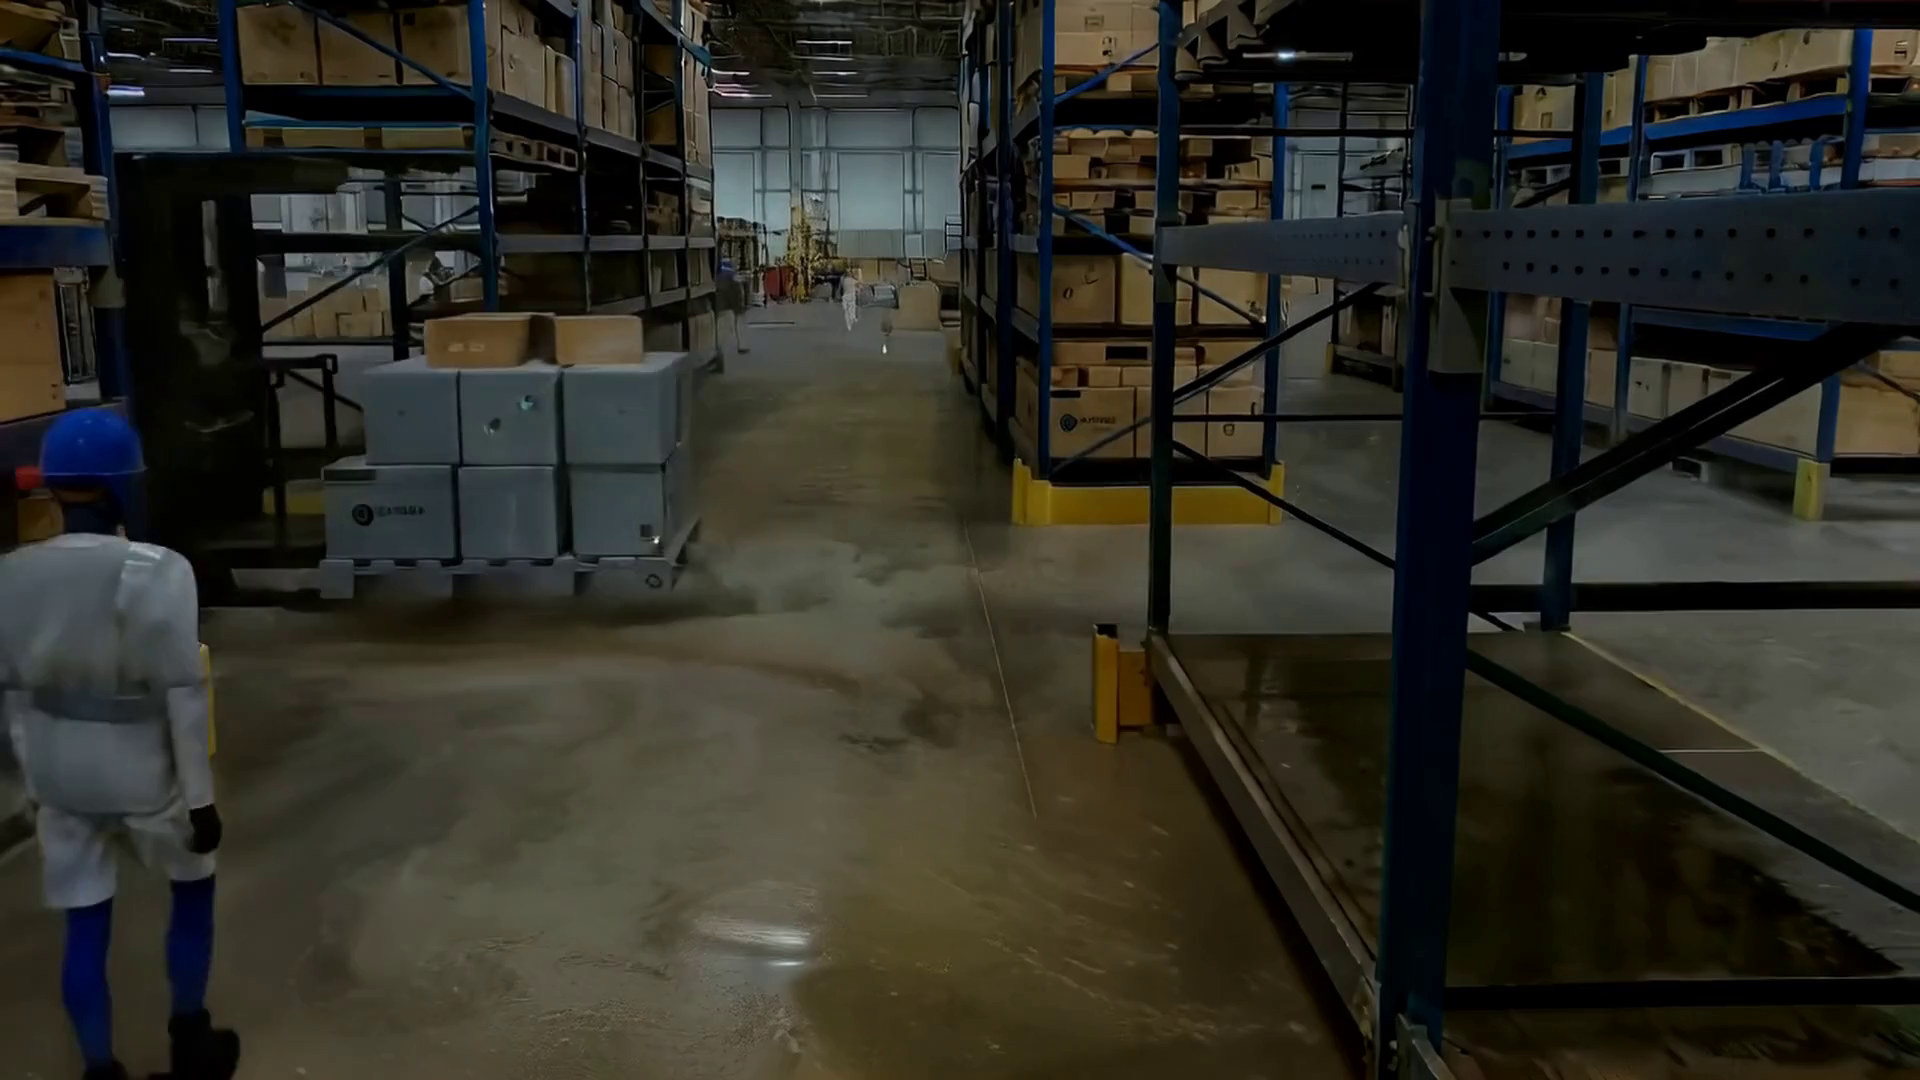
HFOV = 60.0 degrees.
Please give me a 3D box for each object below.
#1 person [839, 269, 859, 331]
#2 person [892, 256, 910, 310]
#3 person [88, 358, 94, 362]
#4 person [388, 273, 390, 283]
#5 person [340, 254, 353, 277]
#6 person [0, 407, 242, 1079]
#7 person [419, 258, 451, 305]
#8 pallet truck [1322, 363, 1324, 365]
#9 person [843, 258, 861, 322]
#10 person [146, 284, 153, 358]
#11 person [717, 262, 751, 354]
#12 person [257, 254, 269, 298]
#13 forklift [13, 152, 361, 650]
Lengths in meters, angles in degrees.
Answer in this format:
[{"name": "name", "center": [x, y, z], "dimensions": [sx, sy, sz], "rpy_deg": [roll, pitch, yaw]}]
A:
[{"name": "person", "center": [-2.925, -6.291, 43.651], "dimensions": [0.518, 1.617, 0.536], "rpy_deg": [2, 10, 9]}, {"name": "person", "center": [-1.712, -7.313, 48.559], "dimensions": [0.584, 1.918, 0.407], "rpy_deg": [6, 12, 32]}, {"name": "person", "center": [-16.377, -4.320, 31.978], "dimensions": [0.895, 1.884, 0.597], "rpy_deg": [-5, 11, -26]}, {"name": "person", "center": [-18.691, -8.394, 55.211], "dimensions": [0.532, 1.689, 0.321], "rpy_deg": [-8, 13, -37]}, {"name": "person", "center": [-20.788, -8.726, 56.387], "dimensions": [0.424, 1.923, 0.640], "rpy_deg": [-5, 11, -25]}, {"name": "person", "center": [-2.214, 0.602, 4.445], "dimensions": [0.581, 1.915, 0.679], "rpy_deg": [0, 10, -1]}, {"name": "person", "center": [-10.141, -4.465, 32.334], "dimensions": [0.535, 2.000, 0.684], "rpy_deg": [4, 11, 21]}, {"name": "pallet truck", "center": [7.712, -4.157, 30.737], "dimensions": [1.885, 1.965, 0.823], "rpy_deg": [3, 11, 16]}, {"name": "person", "center": [-3.142, -7.273, 48.448], "dimensions": [0.576, 1.877, 0.348], "rpy_deg": [-5, 11, -25]}, {"name": "person", "center": [-12.458, -3.148, 25.634], "dimensions": [0.588, 1.810, 0.466], "rpy_deg": [-2, 10, -10]}, {"name": "person", "center": [-4.812, -4.769, 34.336], "dimensions": [1.052, 1.946, 0.618], "rpy_deg": [-7, 12, -34]}, {"name": "person", "center": [-29.136, -11.045, 69.327], "dimensions": [0.373, 1.921, 0.585], "rpy_deg": [-10, 14, -43]}, {"name": "forklift", "center": [-4.700, -0.823, 9.704], "dimensions": [1.873, 2.768, 1.129], "rpy_deg": [-1, 10, -3]}]
